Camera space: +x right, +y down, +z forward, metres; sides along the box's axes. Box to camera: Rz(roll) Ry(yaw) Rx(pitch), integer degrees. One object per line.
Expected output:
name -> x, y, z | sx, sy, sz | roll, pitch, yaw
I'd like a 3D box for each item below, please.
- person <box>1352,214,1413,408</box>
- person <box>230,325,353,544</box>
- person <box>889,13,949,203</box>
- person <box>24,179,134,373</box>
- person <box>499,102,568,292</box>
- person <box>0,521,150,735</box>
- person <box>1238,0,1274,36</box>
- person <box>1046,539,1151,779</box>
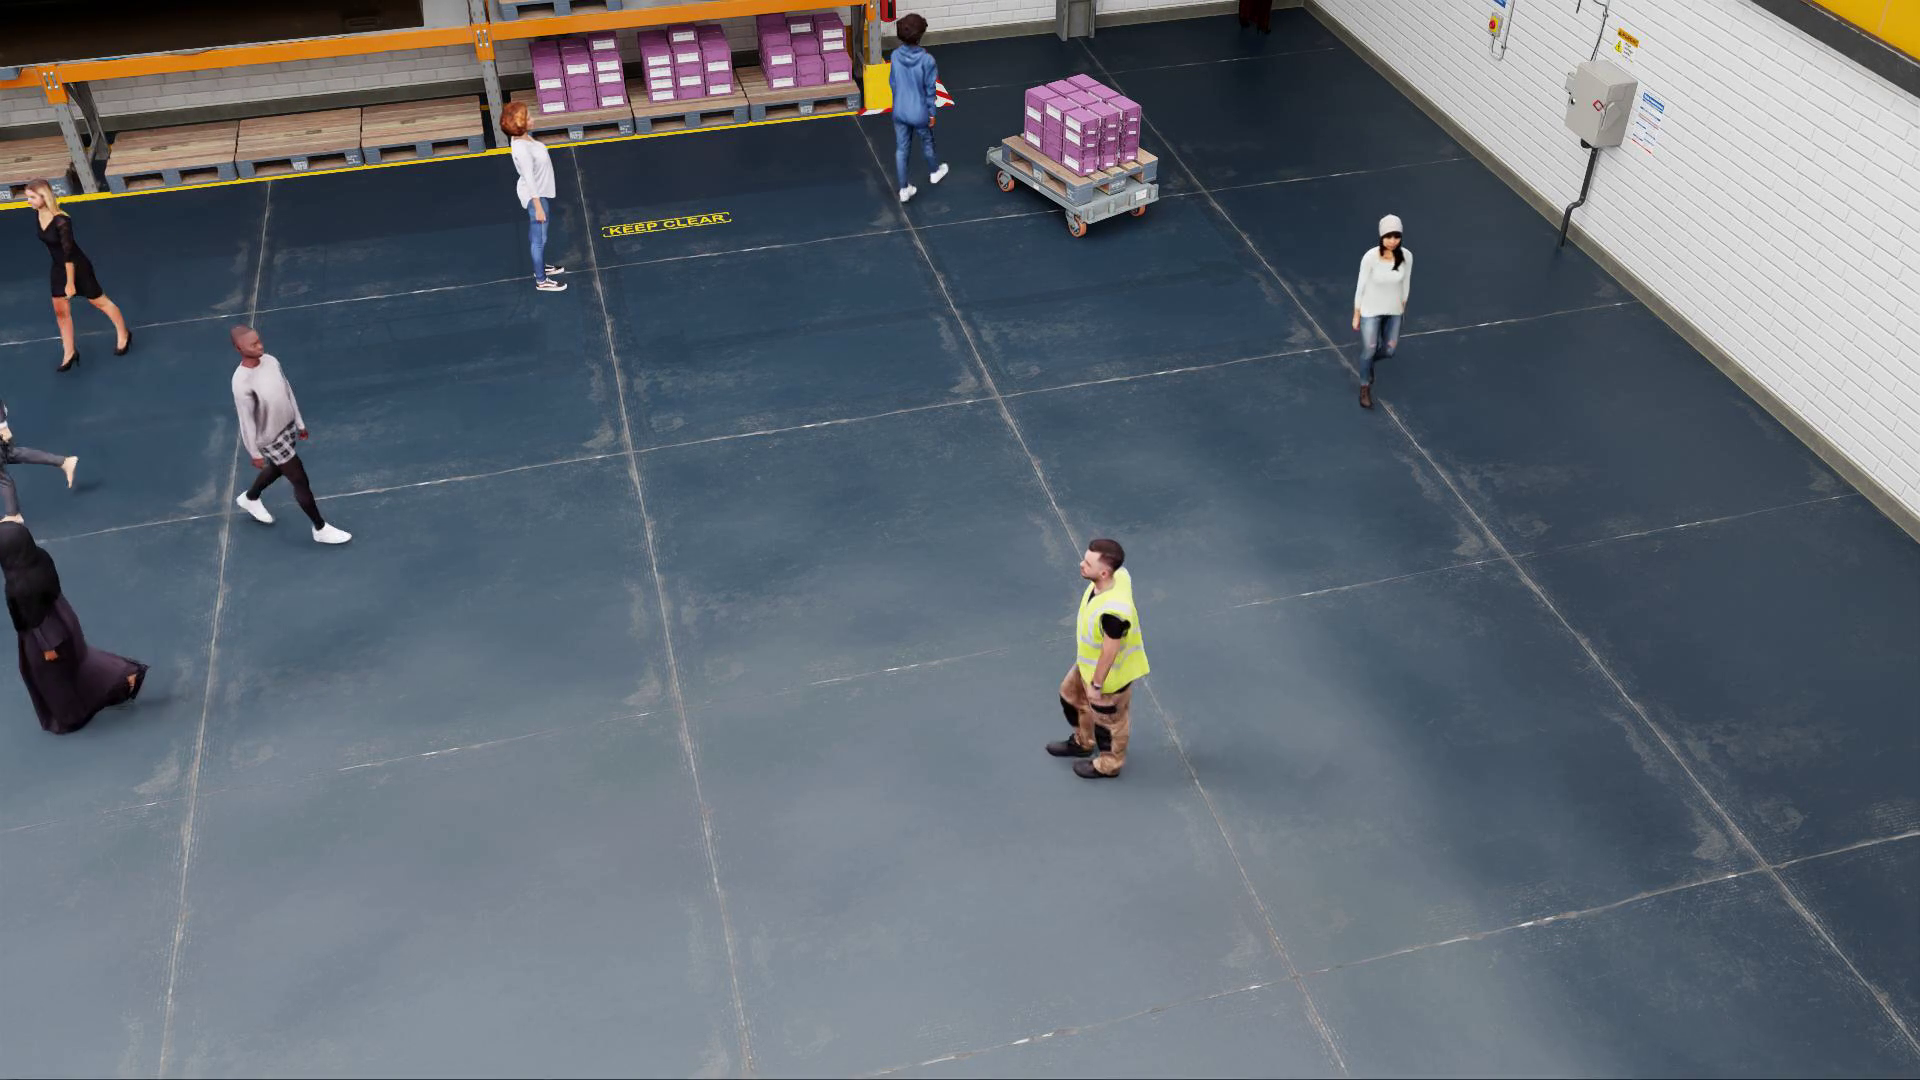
person -> 3.318, -1.851, 13.202 | 0.694, 1.634, 0.725 | -2, 39, -2
person -> -4.920, -0.745, 11.731 | 1.243, 1.740, 0.988 | 7, 39, 9
person -> -0.485, -4.076, 15.869 | 1.056, 1.783, 1.087 | 16, 41, 19
person -> -7.190, -2.217, 13.650 | 0.916, 1.647, 0.975 | 18, 42, 21
person -> -3.766, -3.038, 14.625 | 0.587, 1.712, 0.621 | -9, 40, -11
person -> -5.543, 0.519, 10.260 | 0.919, 1.602, 0.592 | -9, 39, -11
person -> 3.493, -6.751, 19.239 | 0.759, 1.758, 0.772 | 31, 48, 33
person -> 0.919, 0.720, 9.824 | 0.884, 1.832, 0.815 | -1, 39, -1
